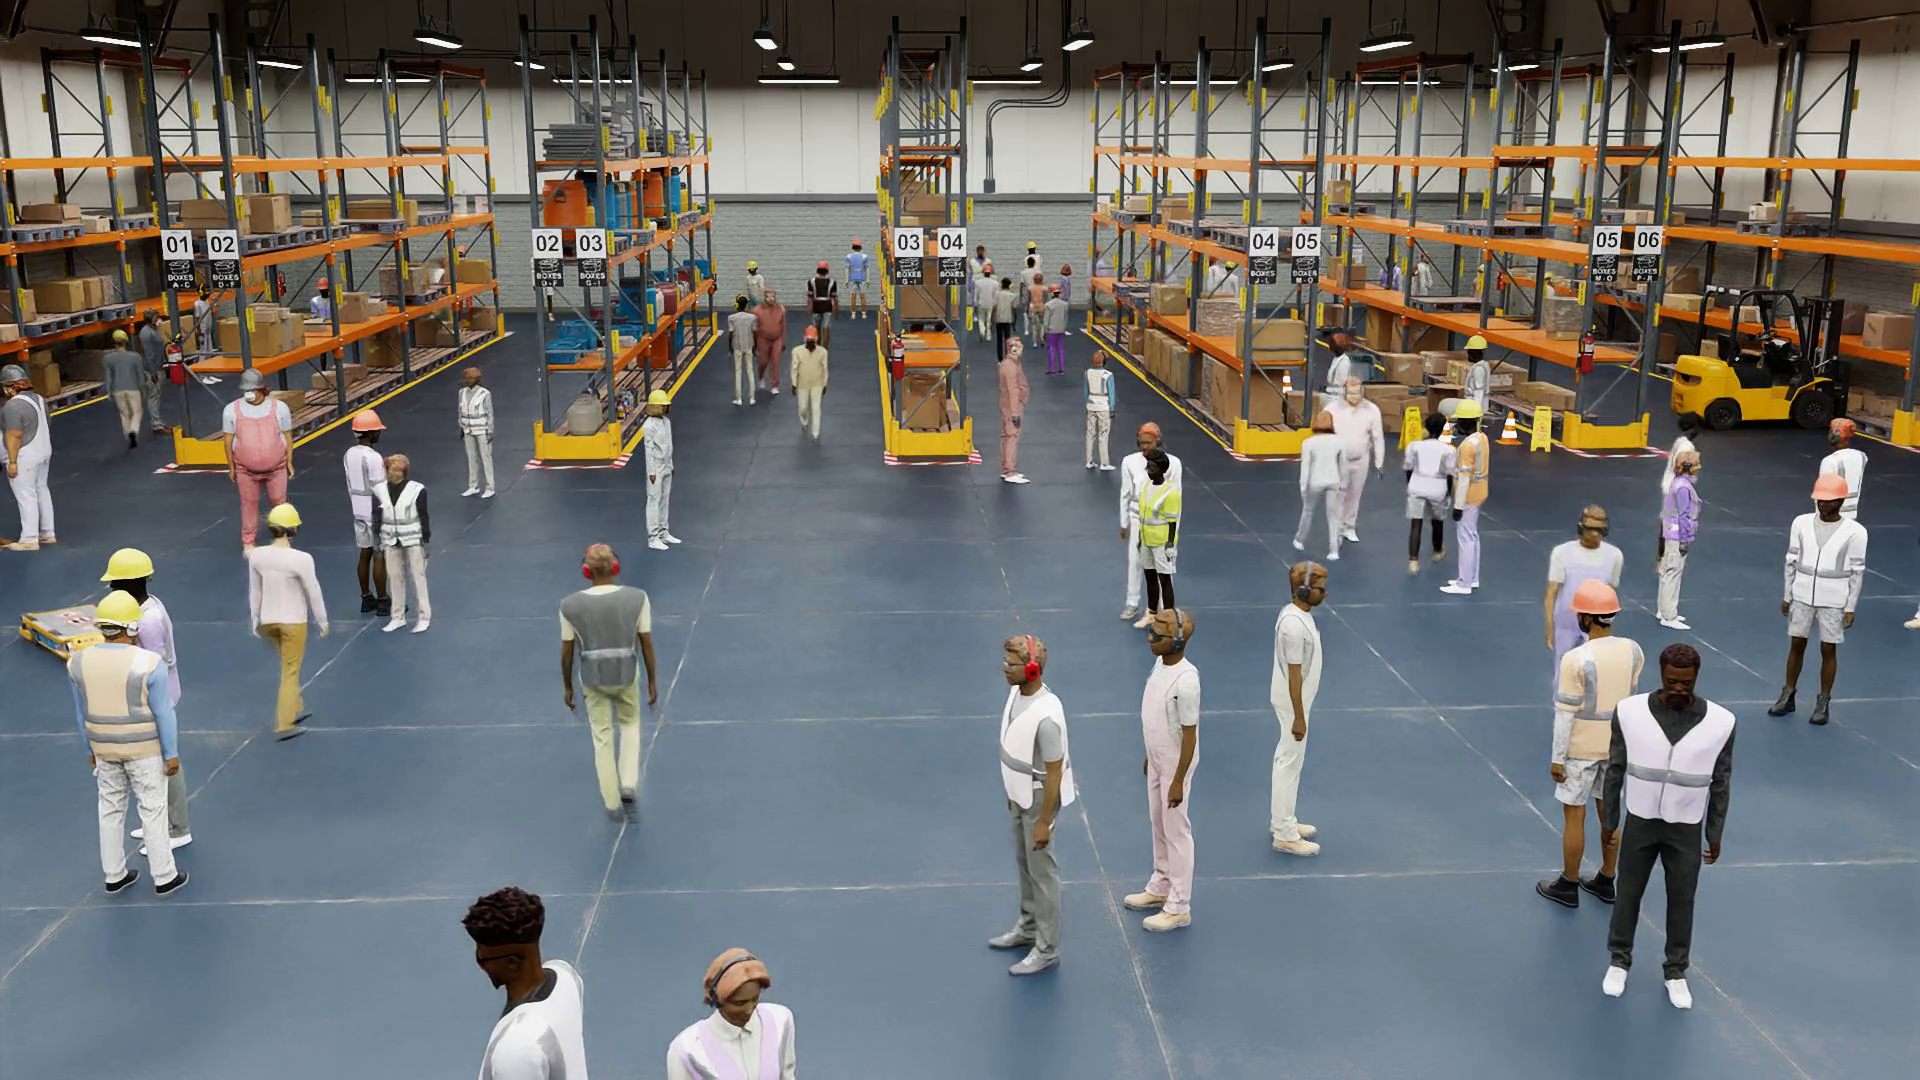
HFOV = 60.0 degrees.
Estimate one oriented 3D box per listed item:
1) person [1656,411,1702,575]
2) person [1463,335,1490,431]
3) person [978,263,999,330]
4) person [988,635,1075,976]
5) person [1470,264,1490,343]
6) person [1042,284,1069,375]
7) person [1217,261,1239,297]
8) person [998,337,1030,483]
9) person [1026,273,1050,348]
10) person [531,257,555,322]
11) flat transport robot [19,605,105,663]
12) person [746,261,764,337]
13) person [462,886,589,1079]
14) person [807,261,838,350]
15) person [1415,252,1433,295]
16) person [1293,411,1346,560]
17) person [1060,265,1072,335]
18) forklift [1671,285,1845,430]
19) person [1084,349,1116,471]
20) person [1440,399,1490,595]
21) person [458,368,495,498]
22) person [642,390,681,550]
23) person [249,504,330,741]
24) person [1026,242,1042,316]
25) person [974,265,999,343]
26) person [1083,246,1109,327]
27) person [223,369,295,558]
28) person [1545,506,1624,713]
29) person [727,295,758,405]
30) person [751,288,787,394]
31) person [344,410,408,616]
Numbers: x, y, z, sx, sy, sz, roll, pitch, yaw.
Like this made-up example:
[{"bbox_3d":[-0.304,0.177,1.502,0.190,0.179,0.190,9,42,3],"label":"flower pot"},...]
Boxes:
[{"bbox_3d":[7.375,-0.474,17.083,0.324,1.669,0.677,5,14,22],"label":"person"},{"bbox_3d":[6.712,-1.708,21.746,0.377,1.924,0.605,4,14,18],"label":"person"},{"bbox_3d":[0.670,-5.848,40.009,0.521,1.591,0.812,1,13,3],"label":"person"},{"bbox_3d":[0.396,1.388,8.801,0.393,1.846,0.564,-4,14,-15],"label":"person"},{"bbox_3d":[11.688,-5.298,37.299,0.327,1.767,0.533,-7,15,-26],"label":"person"},{"bbox_3d":[1.829,-4.062,32.100,0.573,1.747,0.346,-9,16,-34],"label":"person"},{"bbox_3d":[6.203,-5.565,38.433,0.533,1.767,0.326,10,16,36],"label":"person"},{"bbox_3d":[0.715,-1.705,21.795,0.403,1.904,0.668,-1,13,-6],"label":"person"},{"bbox_3d":[1.705,-5.034,36.493,0.529,1.618,0.567,1,13,4],"label":"person"},{"bbox_3d":[-10.433,-6.476,41.734,0.602,2.036,0.402,-8,15,-30],"label":"person"},{"bbox_3d":[-7.701,0.810,14.628,1.431,0.197,0.652,13,18,43],"label":"flat transport robot"},{"bbox_3d":[-4.763,-5.571,38.495,0.532,1.754,0.342,10,16,35],"label":"person"},{"bbox_3d":[-1.432,2.085,5.607,0.368,1.959,0.602,0,13,-1],"label":"person"},{"bbox_3d":[-2.858,-4.811,34.734,0.642,1.992,1.010,0,13,-1],"label":"person"},{"bbox_3d":[10.995,-5.877,39.453,0.403,1.906,0.652,3,14,12],"label":"person"},{"bbox_3d":[3.873,-0.599,17.799,0.511,1.579,0.863,-1,13,-3],"label":"person"},{"bbox_3d":[2.476,-5.625,38.964,0.274,1.634,0.507,-2,13,-9],"label":"person"},{"bbox_3d":[12.503,-2.886,26.166,2.313,2.155,1.214,-1,13,-3],"label":"forklift"},{"bbox_3d":[1.893,-1.760,22.574,0.514,1.645,0.309,12,18,42],"label":"person"},{"bbox_3d":[4.970,-0.423,16.330,0.393,1.921,0.590,7,15,29],"label":"person"},{"bbox_3d":[-6.052,-1.341,20.815,0.524,1.636,0.308,6,15,25],"label":"person"},{"bbox_3d":[-3.269,-0.779,18.204,0.295,1.744,0.488,4,14,17],"label":"person"},{"bbox_3d":[-4.977,0.585,12.431,0.547,1.737,0.723,4,14,15],"label":"person"},{"bbox_3d":[1.887,-6.795,43.294,0.364,1.928,0.587,11,17,40],"label":"person"},{"bbox_3d":[0.597,-5.301,37.359,0.590,1.735,0.524,0,13,-2],"label":"person"},{"bbox_3d":[3.361,-6.252,40.813,0.691,2.025,0.603,-8,15,-29],"label":"person"},{"bbox_3d":[-7.464,-0.824,17.756,0.688,2.000,0.536,-6,14,-23],"label":"person"},{"bbox_3d":[4.489,0.653,12.001,0.526,1.796,0.929,3,14,13],"label":"person"},{"bbox_3d":[-3.704,-3.239,28.348,0.532,1.874,0.321,-4,14,-18],"label":"person"},{"bbox_3d":[-3.413,-3.565,29.710,0.653,1.880,0.658,-5,14,-18],"label":"person"},{"bbox_3d":[-5.487,-0.252,15.555,0.544,1.939,0.355,10,17,37],"label":"person"}]
